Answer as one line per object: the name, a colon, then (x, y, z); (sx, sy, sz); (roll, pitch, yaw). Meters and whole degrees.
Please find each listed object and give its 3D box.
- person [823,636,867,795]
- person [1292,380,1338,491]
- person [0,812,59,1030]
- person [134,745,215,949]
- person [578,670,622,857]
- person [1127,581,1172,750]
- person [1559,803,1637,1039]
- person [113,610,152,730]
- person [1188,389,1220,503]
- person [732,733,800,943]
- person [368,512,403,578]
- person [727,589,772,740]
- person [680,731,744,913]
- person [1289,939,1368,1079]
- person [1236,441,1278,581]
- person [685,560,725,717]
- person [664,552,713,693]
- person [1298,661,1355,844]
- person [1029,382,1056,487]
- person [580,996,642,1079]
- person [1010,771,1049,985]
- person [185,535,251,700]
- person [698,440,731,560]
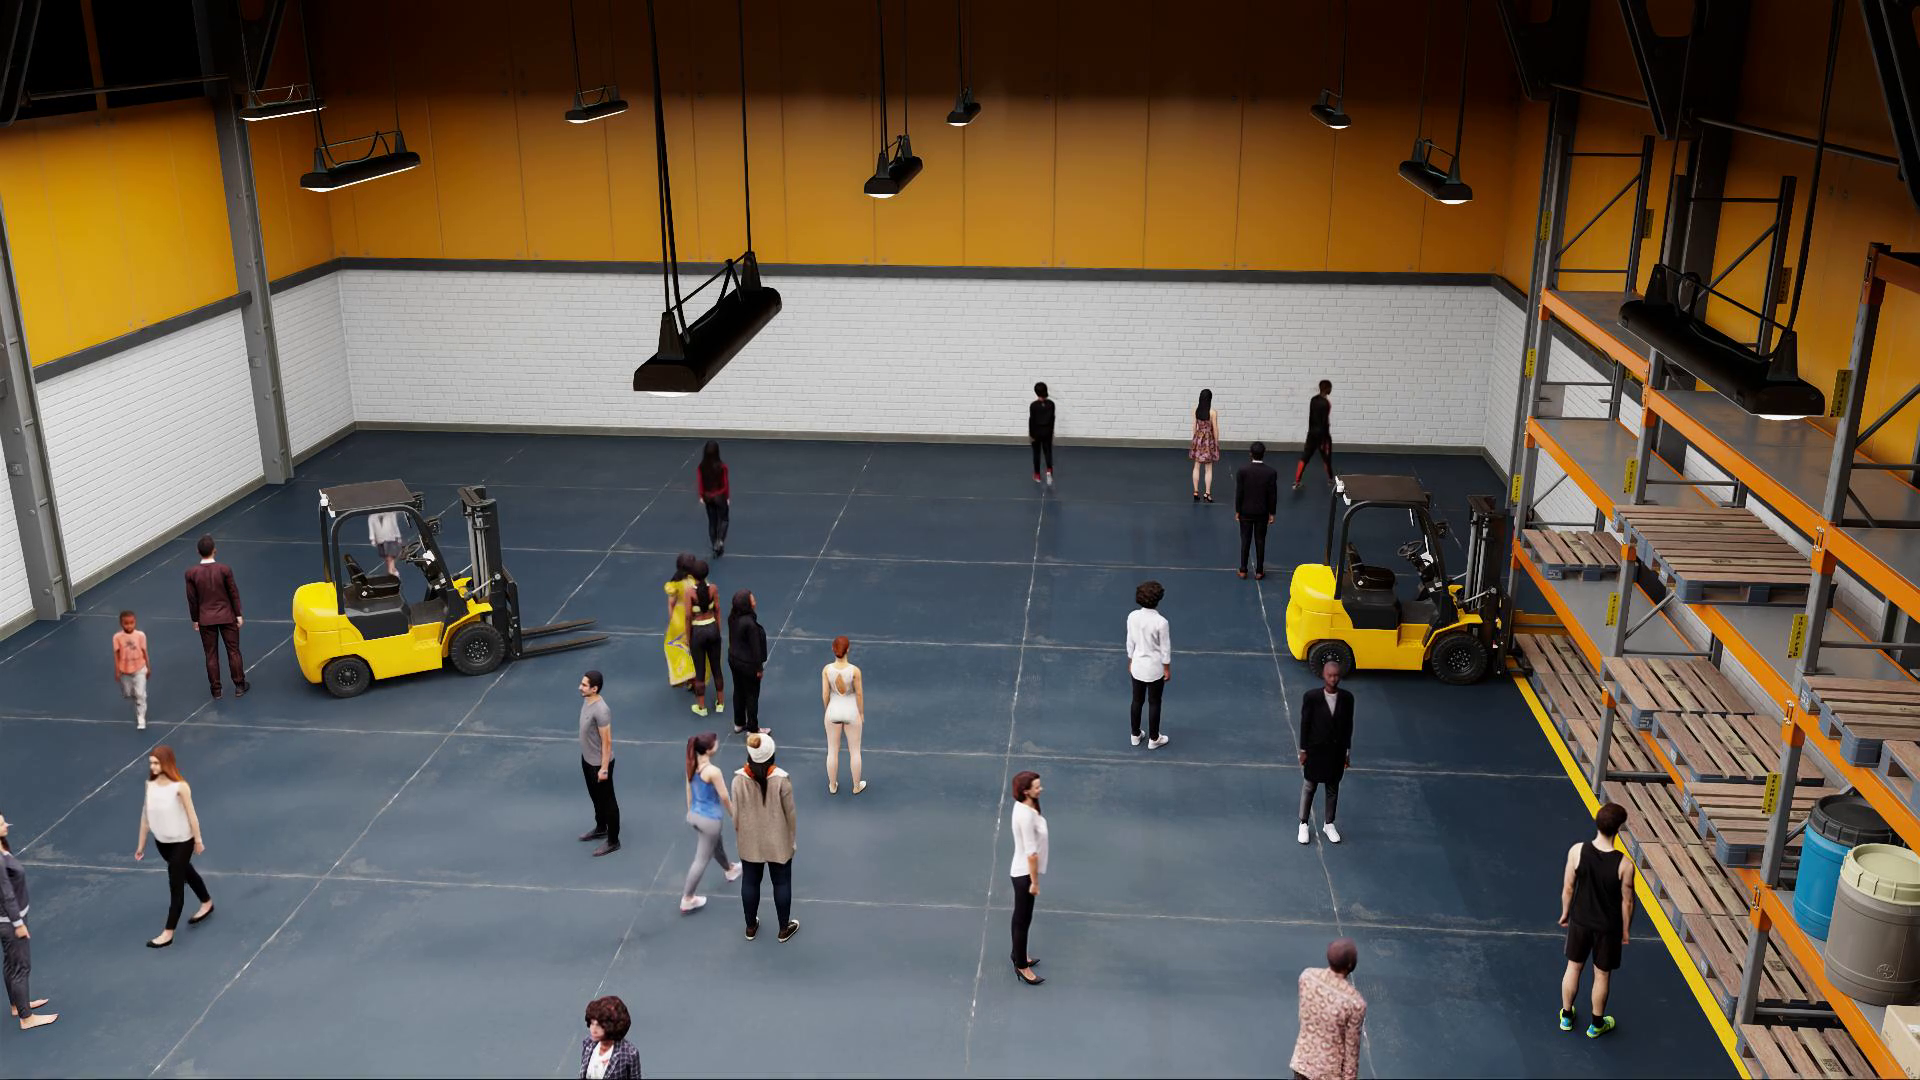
person: (-1.138, 1.706, 16.224); (0.541, 1.641, 0.470); (2, 19, 6)
person: (5.480, -1.581, 25.811); (1.213, 1.752, 1.262); (-11, 22, -30)
person: (-7.214, 2.855, 12.614); (0.737, 1.767, 0.679); (-15, 24, -38)
person: (-6.488, 2.475, 13.872); (0.795, 1.686, 1.090); (8, 20, 22)
person: (-3.303, 1.995, 15.188); (0.767, 1.755, 0.679); (-11, 22, -30)
person: (1.948, 1.283, 17.216); (0.722, 1.810, 0.732); (11, 22, 31)
person: (4.759, 2.845, 12.449); (0.768, 1.892, 0.765); (12, 22, 32)
person: (-8.857, 1.356, 17.804); (0.672, 1.296, 0.827); (-6, 20, -18)
person: (3.733, -1.441, 25.360); (0.785, 1.775, 0.818); (11, 22, 30)
person: (-1.614, 2.425, 13.701); (0.683, 1.890, 0.656); (3, 19, 8)
person: (-7.571, -0.027, 21.994); (0.594, 1.244, 0.875); (-2, 19, -7)
person: (-2.255, 1.293, 17.489); (0.823, 1.616, 0.766); (-16, 24, -39)
person: (-2.219, 2.431, 14.199); (1.078, 1.561, 0.986); (-18, 25, -42)
person: (2.323, 3.447, 10.858); (1.138, 1.768, 1.275); (17, 25, 41)
person: (3.910, -0.394, 22.080); (0.702, 1.884, 0.556); (3, 19, 8)
person: (-2.760, 1.050, 17.996); (0.640, 1.754, 0.662); (-9, 21, -25)
person: (-2.981, 0.957, 18.443); (1.047, 1.644, 1.147); (-10, 21, -27)
person: (3.368, 1.938, 15.347); (0.664, 1.762, 0.586); (-1, 19, -2)
person: (1.323, -1.656, 26.185); (0.747, 1.655, 1.032); (-3, 19, -10)
person: (-2.187, 3.618, 10.451); (0.690, 1.703, 0.681); (10, 21, 27)
person: (0.516, 2.651, 13.179); (0.687, 1.795, 0.488); (-1, 19, -2)
person: (-8.223, 0.852, 18.409); (0.766, 1.866, 0.744); (-6, 19, -17)
person: (-3.379, -0.531, 22.862); (0.581, 1.644, 0.561); (2, 19, 5)
